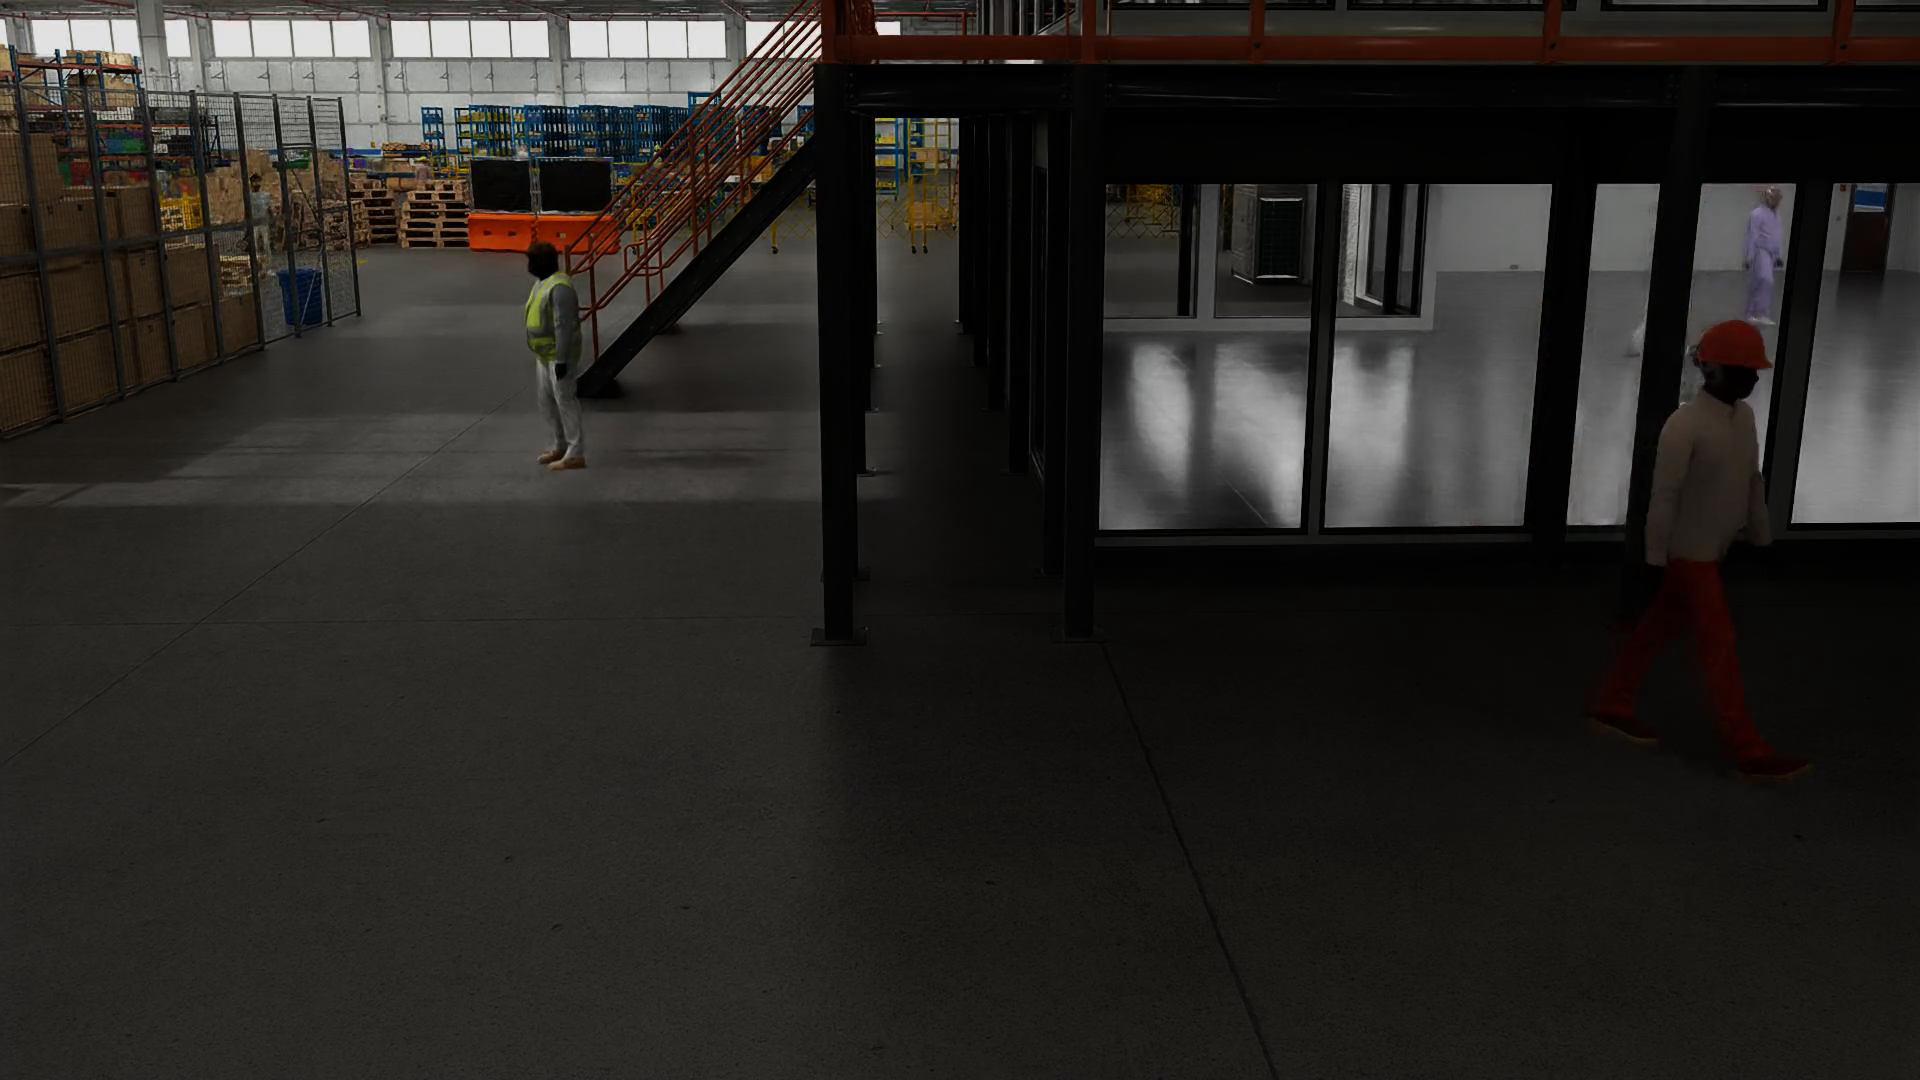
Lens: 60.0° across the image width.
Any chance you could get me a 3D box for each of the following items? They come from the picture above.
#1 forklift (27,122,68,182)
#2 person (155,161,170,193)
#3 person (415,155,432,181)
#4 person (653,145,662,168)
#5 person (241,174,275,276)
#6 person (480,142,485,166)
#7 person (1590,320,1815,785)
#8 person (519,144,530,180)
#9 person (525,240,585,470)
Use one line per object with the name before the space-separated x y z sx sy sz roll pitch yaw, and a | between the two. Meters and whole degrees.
forklift | -35.376 -14.773 64.377 1.129 2.768 1.873 -1 14 -2
person | -24.061 -10.601 50.187 0.552 1.648 0.868 0 14 -1
person | -17.139 -11.427 53.295 0.543 1.750 0.392 -2 14 -8
person | -13.295 -16.440 73.168 0.404 1.833 0.590 -2 14 -8
person | -12.776 -5.724 30.295 0.503 1.860 0.329 -8 16 -30
person | -23.971 -19.060 83.420 1.013 1.940 0.623 -5 15 -21
person | 3.216 0.034 7.103 0.622 1.941 1.021 -13 19 -42
person | -19.867 -17.121 75.833 0.956 1.869 0.637 2 14 9
person | -3.271 -1.489 13.422 0.432 1.834 0.628 -9 16 -31
